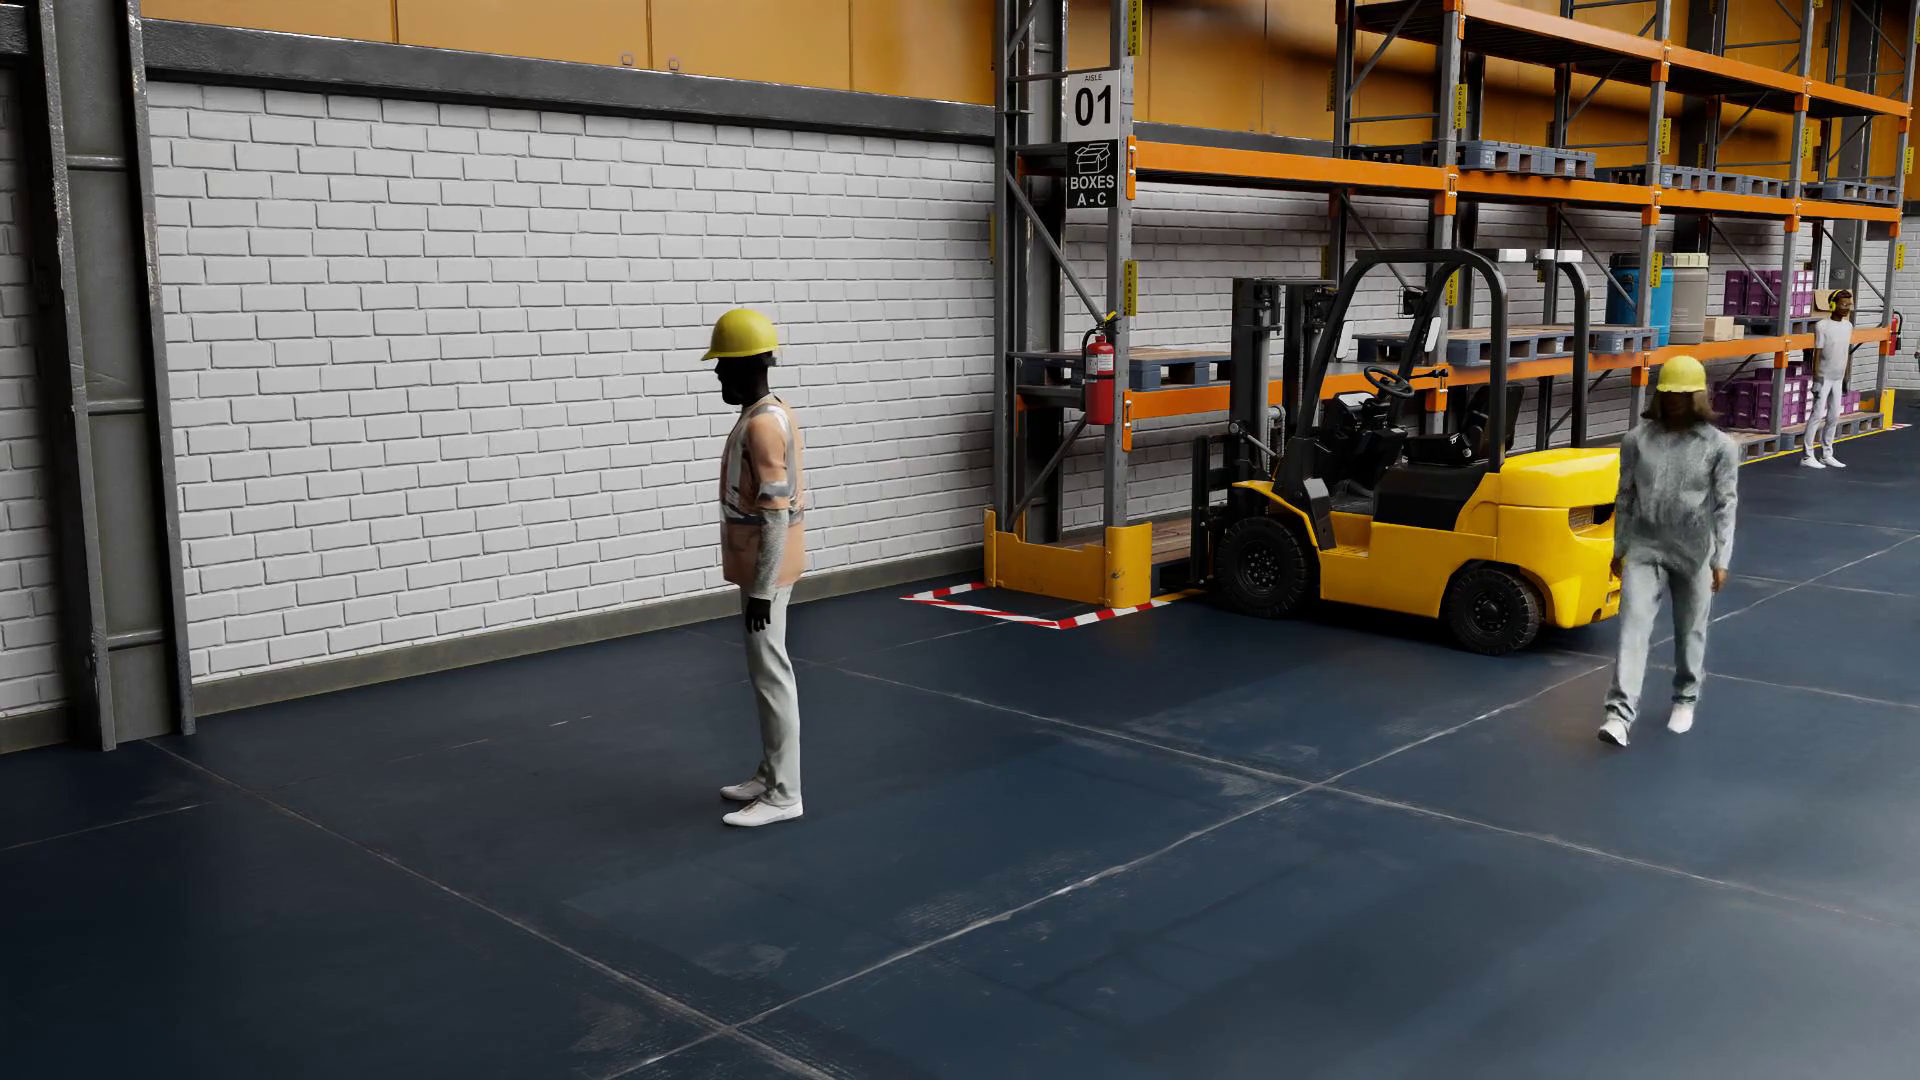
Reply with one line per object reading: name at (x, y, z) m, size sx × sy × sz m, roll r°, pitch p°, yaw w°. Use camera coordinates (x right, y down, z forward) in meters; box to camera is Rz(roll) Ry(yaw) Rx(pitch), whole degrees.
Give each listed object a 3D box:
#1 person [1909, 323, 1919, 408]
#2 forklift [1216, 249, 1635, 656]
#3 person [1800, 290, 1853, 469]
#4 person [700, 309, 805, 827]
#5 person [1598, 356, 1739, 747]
person at (14.444, -2.847, 24.808) m, size 0.535 × 1.767 × 0.316 m, roll -4°, pitch 10°, yaw -24°
forklift at (2.710, -0.584, 9.626) m, size 2.313 × 2.155 × 1.214 m, roll 9°, pitch 13°, yaw 43°
person at (9.058, -1.667, 17.305) m, size 0.505 × 1.860 × 0.320 m, roll -4°, pitch 10°, yaw -22°
person at (-0.764, 0.106, 6.215) m, size 0.372 × 1.923 × 0.595 m, roll -1°, pitch 9°, yaw -8°
person at (3.072, 0.058, 7.209) m, size 0.515 × 1.693 × 0.905 m, roll 6°, pitch 11°, yaw 33°
